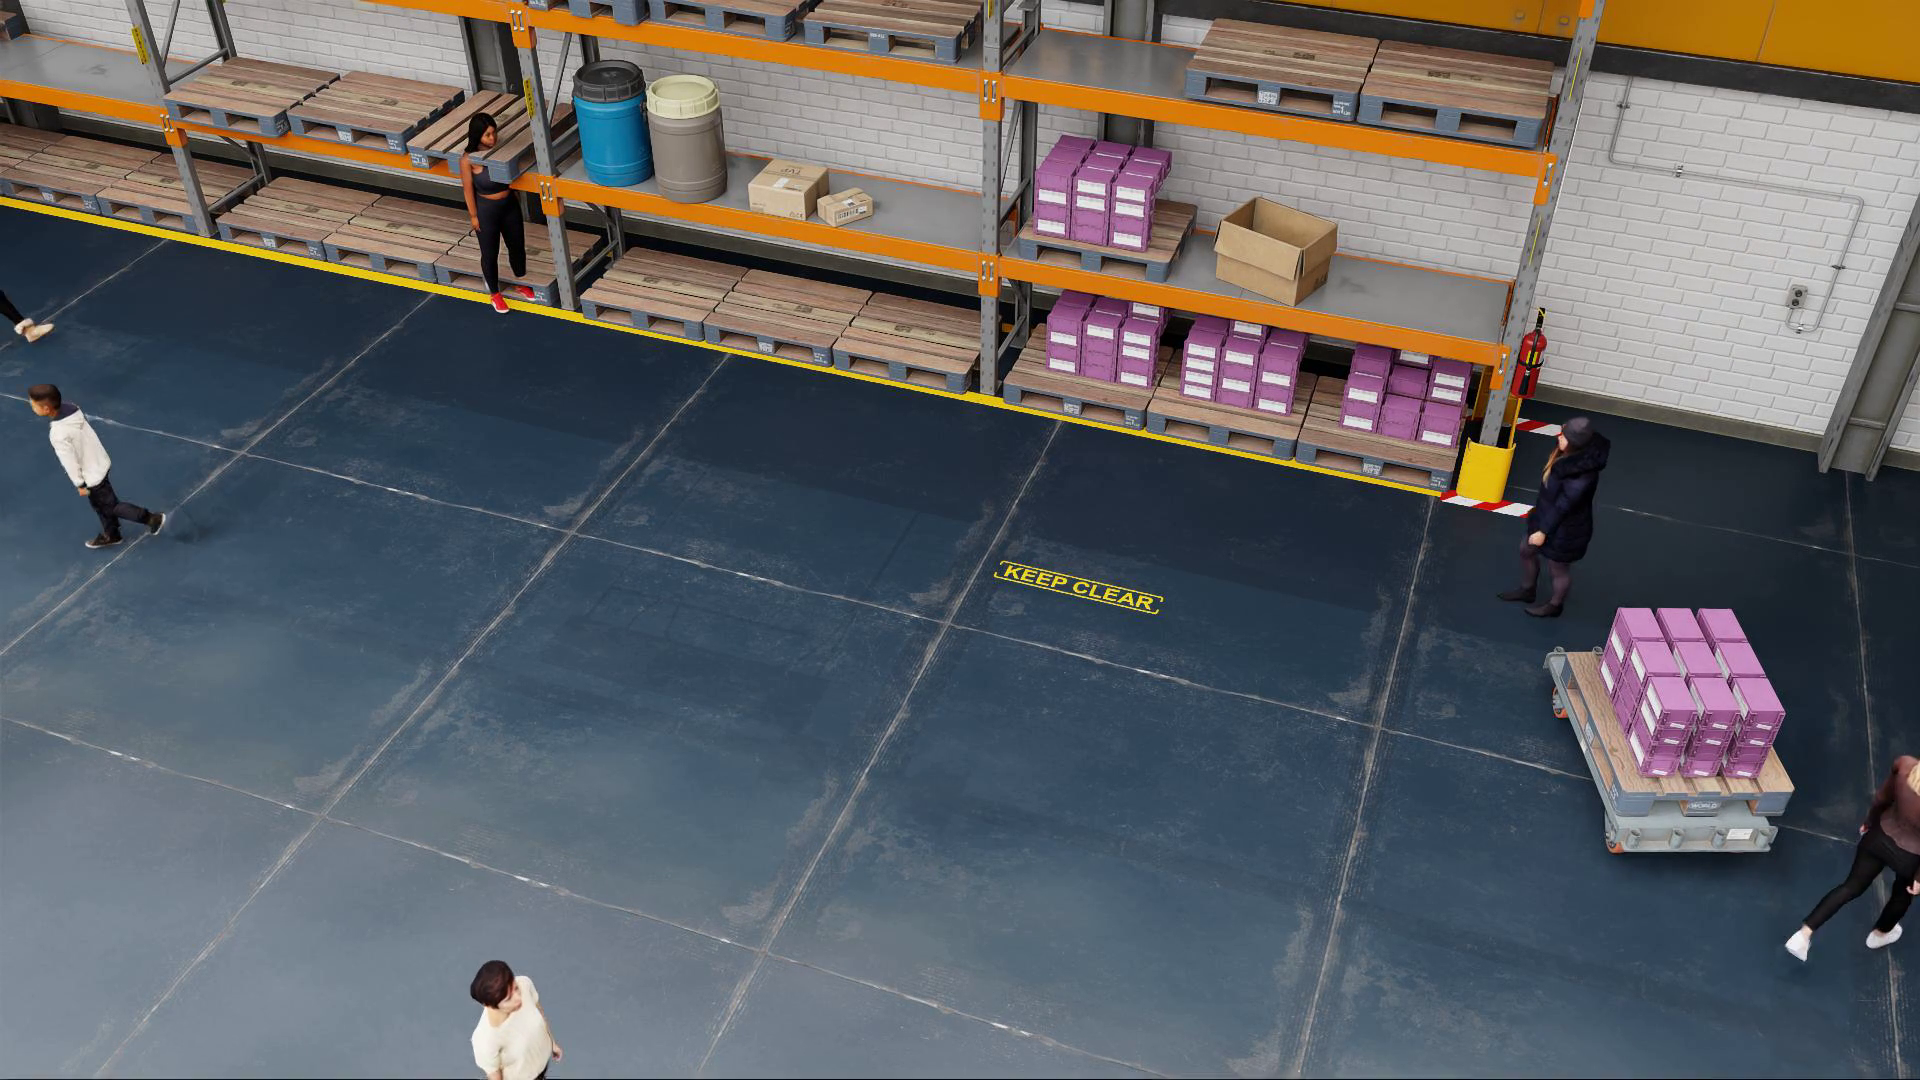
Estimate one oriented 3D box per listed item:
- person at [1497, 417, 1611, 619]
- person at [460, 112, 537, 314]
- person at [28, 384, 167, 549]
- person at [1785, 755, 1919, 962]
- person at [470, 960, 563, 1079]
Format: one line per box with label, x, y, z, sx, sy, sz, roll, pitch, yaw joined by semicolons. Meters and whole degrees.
person;4.132;-0.110;11.190;0.757;1.660;0.736;4;39;5
person;-4.060;-2.888;14.543;0.763;1.816;0.777;-29;47;-31
person;-6.140;-0.523;11.899;0.961;1.420;0.854;-9;39;-11
person;4.956;1.693;8.921;1.116;1.674;1.067;-17;42;-20
person;-2.158;2.521;7.982;1.051;1.551;0.677;8;39;10
